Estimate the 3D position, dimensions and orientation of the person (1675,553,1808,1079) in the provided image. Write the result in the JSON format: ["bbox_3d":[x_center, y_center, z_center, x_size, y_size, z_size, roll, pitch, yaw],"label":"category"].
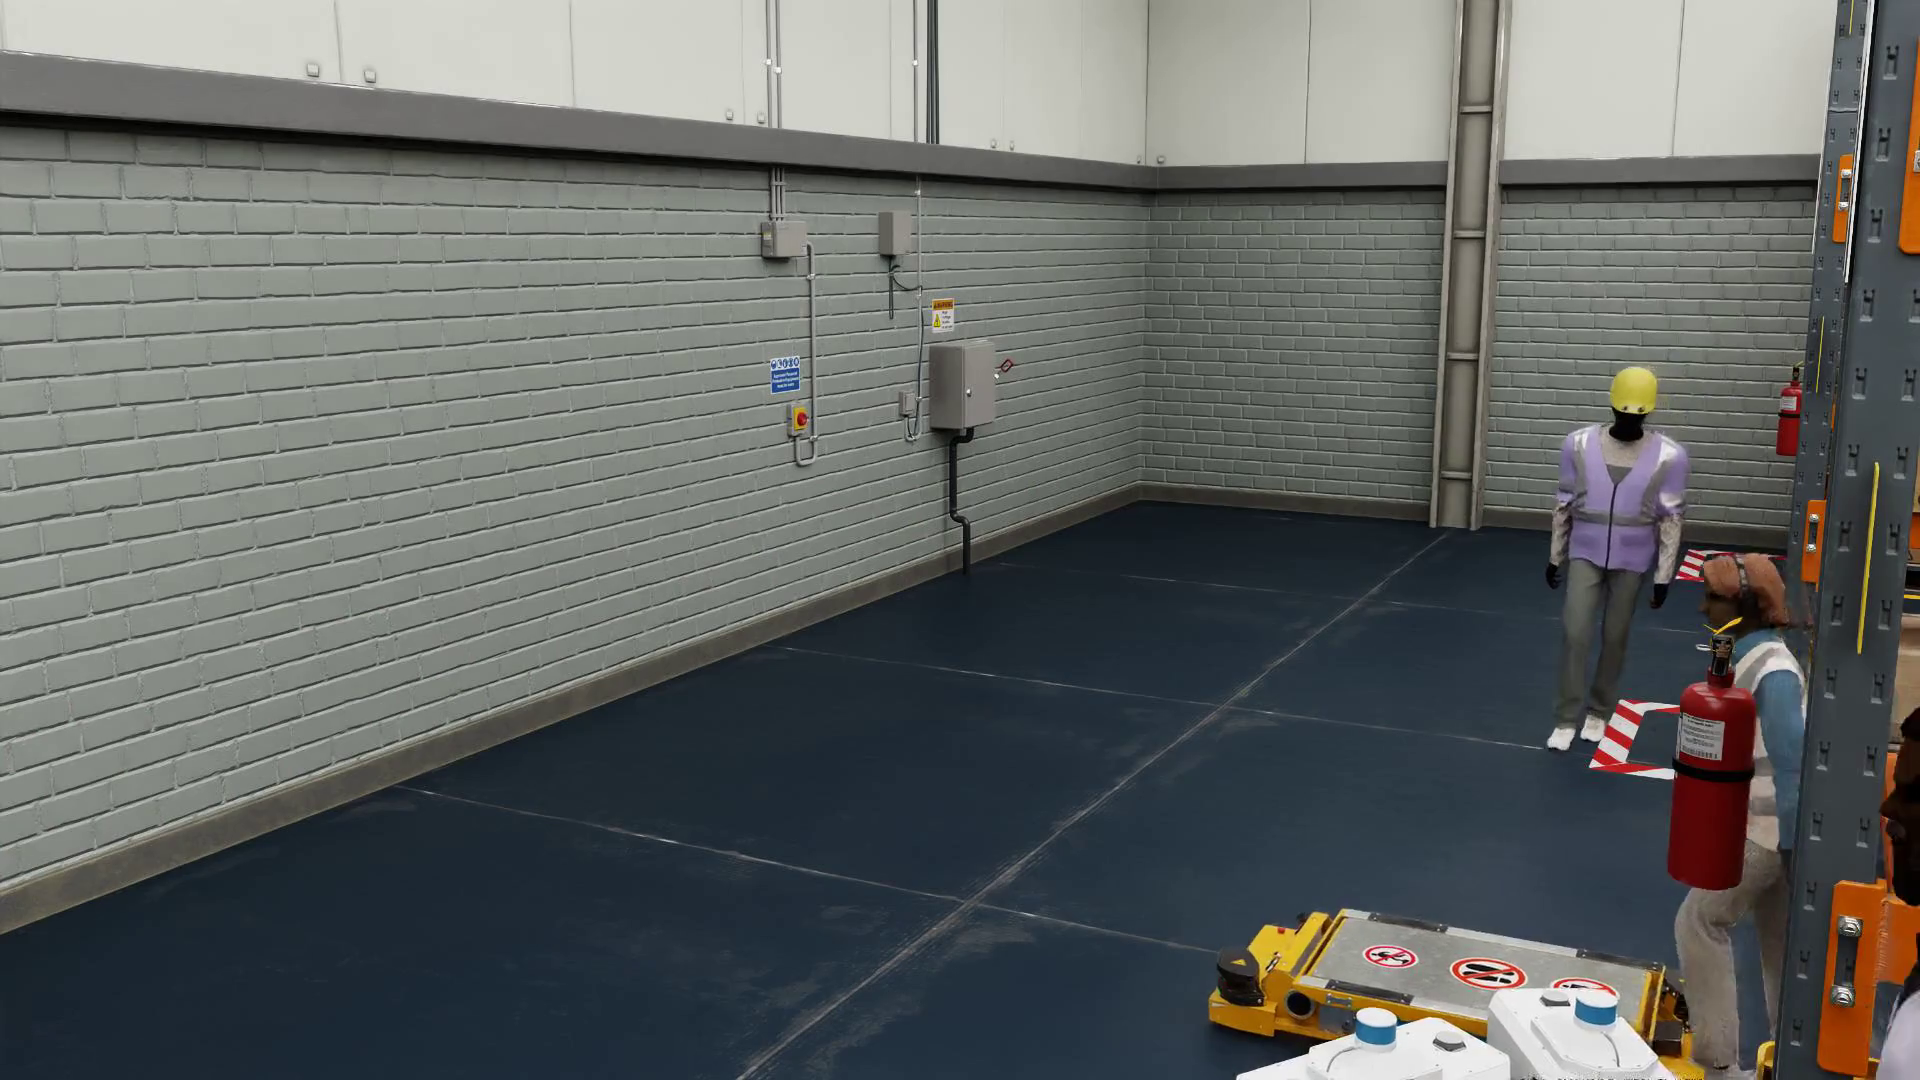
[{"bbox_3d":[2.290,0.838,4.847,0.560,1.607,0.506,5,11,24],"label":"person"}]

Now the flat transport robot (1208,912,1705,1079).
[{"bbox_3d":[1.568,1.439,5.227,1.431,0.197,0.652,5,12,26],"label":"flat transport robot"}]

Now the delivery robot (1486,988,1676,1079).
[{"bbox_3d":[1.641,1.415,4.329,0.477,0.478,0.707,0,10,-2],"label":"delivery robot"}]

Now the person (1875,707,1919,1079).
[{"bbox_3d":[1.449,1.145,2.381,0.458,1.903,0.596,7,12,33],"label":"person"}]

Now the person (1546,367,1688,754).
[{"bbox_3d":[3.143,0.111,8.038,0.613,1.886,0.793,5,11,25],"label":"person"}]

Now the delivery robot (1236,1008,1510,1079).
[{"bbox_3d":[1.046,1.434,4.225,0.707,0.478,0.477,-6,12,-28],"label":"delivery robot"}]
